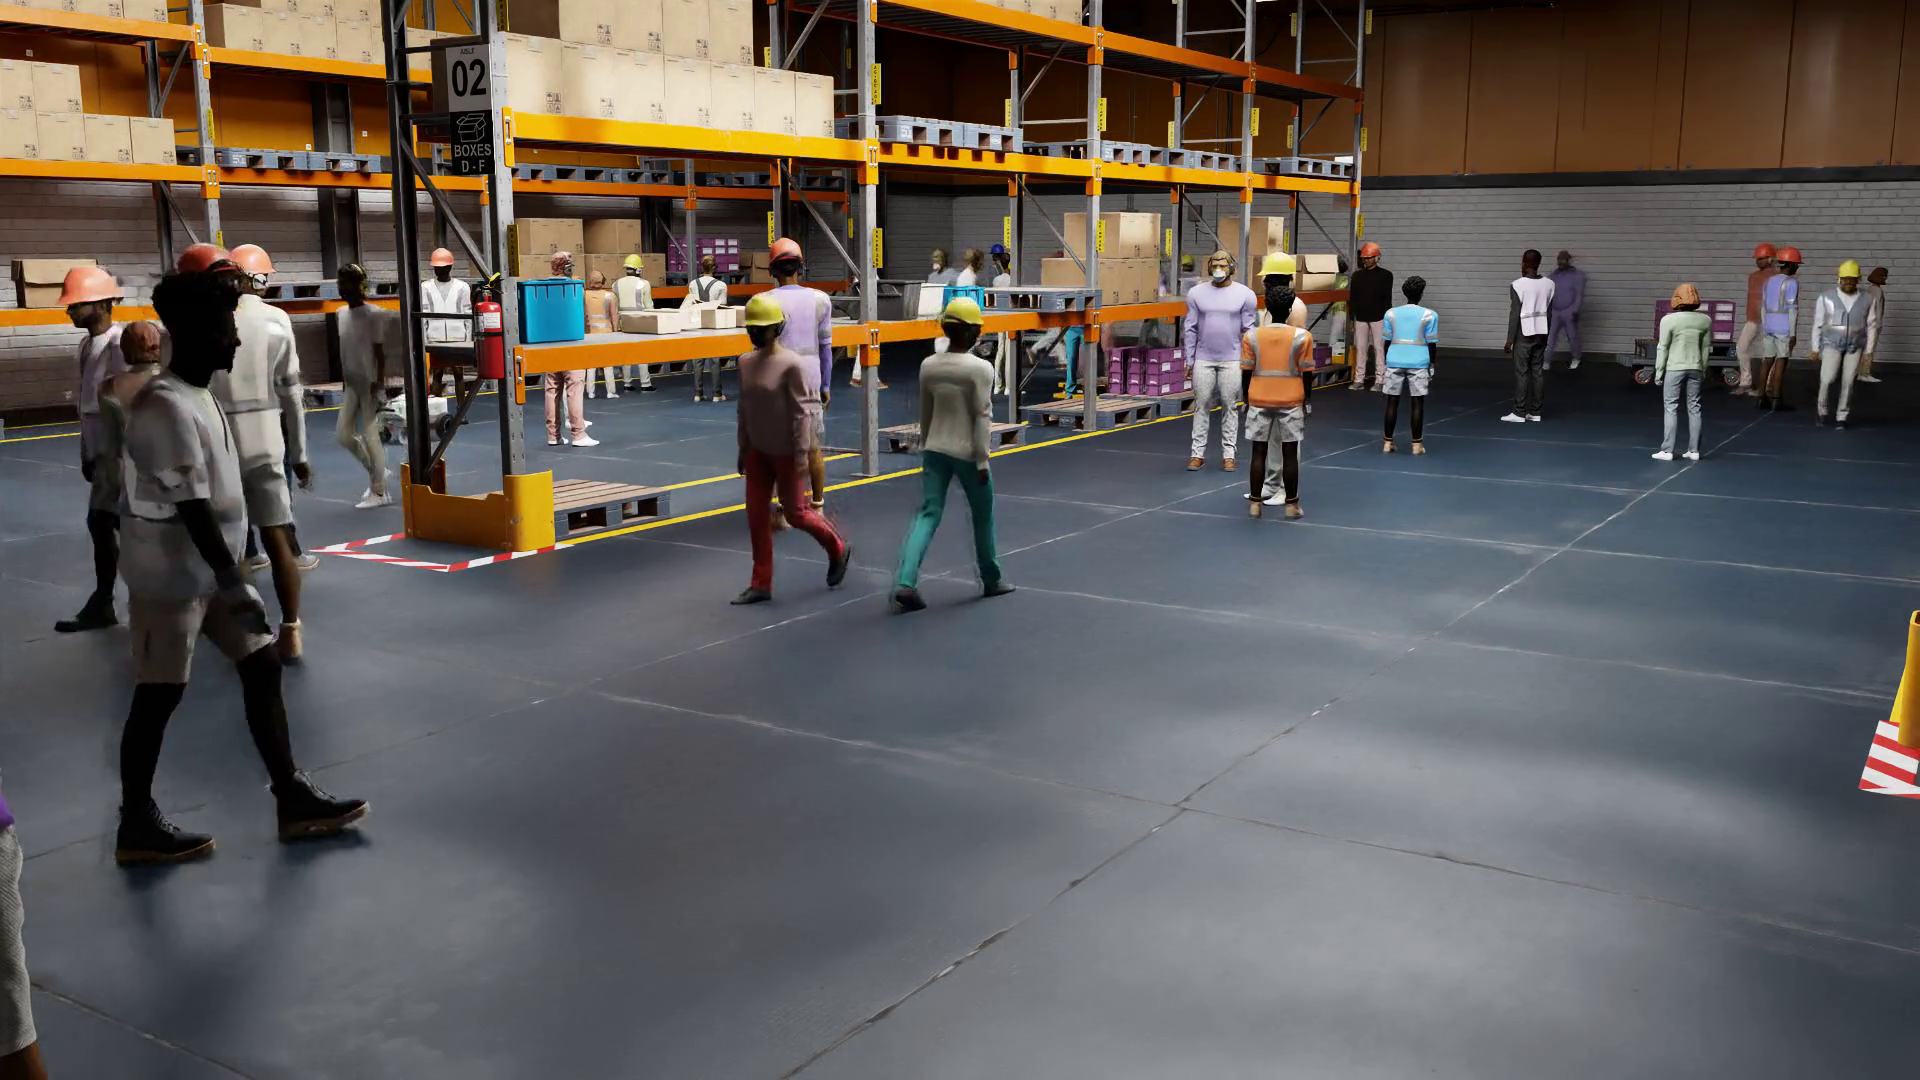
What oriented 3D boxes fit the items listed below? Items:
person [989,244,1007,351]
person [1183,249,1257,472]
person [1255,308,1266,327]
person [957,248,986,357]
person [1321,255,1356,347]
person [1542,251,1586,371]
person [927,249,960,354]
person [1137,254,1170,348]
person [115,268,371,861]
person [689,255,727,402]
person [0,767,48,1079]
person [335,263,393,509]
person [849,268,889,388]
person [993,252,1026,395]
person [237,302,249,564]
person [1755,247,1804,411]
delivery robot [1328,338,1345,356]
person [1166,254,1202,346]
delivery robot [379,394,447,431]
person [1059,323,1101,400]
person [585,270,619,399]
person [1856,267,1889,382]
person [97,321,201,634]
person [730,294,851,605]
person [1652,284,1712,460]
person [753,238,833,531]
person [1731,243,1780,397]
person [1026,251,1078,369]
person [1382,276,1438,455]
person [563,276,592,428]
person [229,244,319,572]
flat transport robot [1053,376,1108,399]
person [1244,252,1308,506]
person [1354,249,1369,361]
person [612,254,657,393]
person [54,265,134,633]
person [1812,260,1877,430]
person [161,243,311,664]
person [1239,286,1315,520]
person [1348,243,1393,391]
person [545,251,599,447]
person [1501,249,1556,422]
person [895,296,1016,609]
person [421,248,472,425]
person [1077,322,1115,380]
[{"bbox_3d":[0.707,-4.391,30.216,0.401,1.949,0.605,7,12,32],"label":"person"},{"bbox_3d":[2.263,-1.560,14.557,0.627,1.941,0.372,3,11,15],"label":"person"},{"bbox_3d":[4.820,-3.732,26.867,0.429,1.839,0.633,-8,13,-37],"label":"person"},{"bbox_3d":[0.165,-2.637,20.584,0.494,1.926,0.645,-1,10,-5],"label":"person"},{"bbox_3d":[6.079,-3.660,26.637,1.011,1.784,0.619,-4,11,-22],"label":"person"},{"bbox_3d":[9.456,-3.587,26.012,0.640,1.866,0.998,9,14,42],"label":"person"},{"bbox_3d":[-0.263,-2.891,22.028,0.801,1.899,0.673,-8,13,-36],"label":"person"},{"bbox_3d":[2.967,-3.461,25.279,0.960,1.880,0.599,-2,10,-13],"label":"person"},{"bbox_3d":[-2.382,0.098,5.405,0.904,1.923,0.616,-1,10,-8],"label":"person"},{"bbox_3d":[-3.131,-2.630,20.787,0.511,1.840,0.339,3,11,14],"label":"person"},{"bbox_3d":[-1.560,0.640,2.370,0.552,1.935,0.367,1,10,8],"label":"person"},{"bbox_3d":[-4.503,-1.155,12.571,0.524,1.857,0.425,5,11,25],"label":"person"},{"bbox_3d":[-1.261,-2.989,22.703,0.492,1.881,0.635,-6,12,-29],"label":"person"},{"bbox_3d":[0.633,-2.833,21.801,0.316,1.870,0.531,-7,13,-35],"label":"person"},{"bbox_3d":[-3.844,-0.387,8.652,0.441,1.717,0.507,1,10,3],"label":"person"},{"bbox_3d":[9.766,-2.497,19.757,0.378,1.932,0.551,-2,10,-11],"label":"person"},{"bbox_3d":[5.695,-2.777,24.876,0.477,0.478,0.707,1,10,4],"label":"delivery robot"},{"bbox_3d":[3.419,-3.435,25.293,0.623,1.814,0.529,-1,10,-4],"label":"person"},{"bbox_3d":[-5.505,-1.308,16.737,0.477,0.478,0.707,5,11,25],"label":"delivery robot"},{"bbox_3d":[1.495,-2.604,20.630,0.561,1.836,0.379,3,11,16],"label":"person"},{"bbox_3d":[-4.600,-2.605,21.178,0.523,1.638,0.311,0,10,1],"label":"person"},{"bbox_3d":[13.103,-3.086,23.858,0.281,1.631,0.504,2,10,10],"label":"person"},{"bbox_3d":[-4.017,-0.289,8.364,0.532,1.619,0.364,-1,10,-7],"label":"person"},{"bbox_3d":[-0.972,-0.519,9.368,0.525,1.736,0.726,9,13,40],"label":"person"},{"bbox_3d":[6.661,-1.543,15.345,0.498,1.626,0.289,-1,10,-6],"label":"person"},{"bbox_3d":[-1.187,-1.078,11.626,0.605,2.034,0.392,-6,12,-30],"label":"person"},{"bbox_3d":[10.285,-2.823,21.445,0.649,1.971,0.643,-4,11,-20],"label":"person"},{"bbox_3d":[1.439,-3.603,26.121,0.770,1.864,0.595,1,10,7],"label":"person"},{"bbox_3d":[4.237,-1.644,15.717,0.533,1.690,0.323,6,12,29],"label":"person"},{"bbox_3d":[-4.170,-2.033,18.020,0.281,1.634,0.498,0,10,0],"label":"person"},{"bbox_3d":[-4.253,-0.782,10.091,0.611,1.995,0.375,2,11,14],"label":"person"},{"bbox_3d":[1.815,-1.951,21.344,0.652,0.197,1.431,6,12,30],"label":"flat transport robot"},{"bbox_3d":[2.435,-1.224,12.725,0.373,1.928,0.584,-2,10,-13],"label":"person"},{"bbox_3d":[6.684,-3.912,27.804,0.310,1.861,0.534,-7,12,-33],"label":"person"},{"bbox_3d":[-4.298,-2.857,22.035,0.591,1.833,0.403,3,11,19],"label":"person"},{"bbox_3d":[-4.390,-0.497,8.802,0.557,1.903,0.842,10,14,43],"label":"person"},{"bbox_3d":[9.430,-2.070,17.740,0.596,1.816,0.429,4,11,19],"label":"person"},{"bbox_3d":[-3.427,-0.388,7.888,0.559,1.998,0.758,9,14,42],"label":"person"},{"bbox_3d":[2.296,-0.990,12.068,0.540,1.695,0.317,4,11,19],"label":"person"},{"bbox_3d":[5.490,-2.986,22.333,0.609,1.986,0.402,7,13,35],"label":"person"},{"bbox_3d":[-3.870,-1.866,16.336,0.637,1.911,0.403,5,11,26],"label":"person"},{"bbox_3d":[6.339,-2.268,18.535,0.593,1.920,0.391,-5,11,-25],"label":"person"},{"bbox_3d":[-0.051,-0.481,9.200,0.532,1.725,0.900,7,13,35],"label":"person"},{"bbox_3d":[-5.619,-2.218,18.213,0.549,1.934,0.374,-2,11,-14],"label":"person"},{"bbox_3d":[1.805,-2.928,22.324,0.656,1.869,0.856,9,14,42],"label":"person"}]
